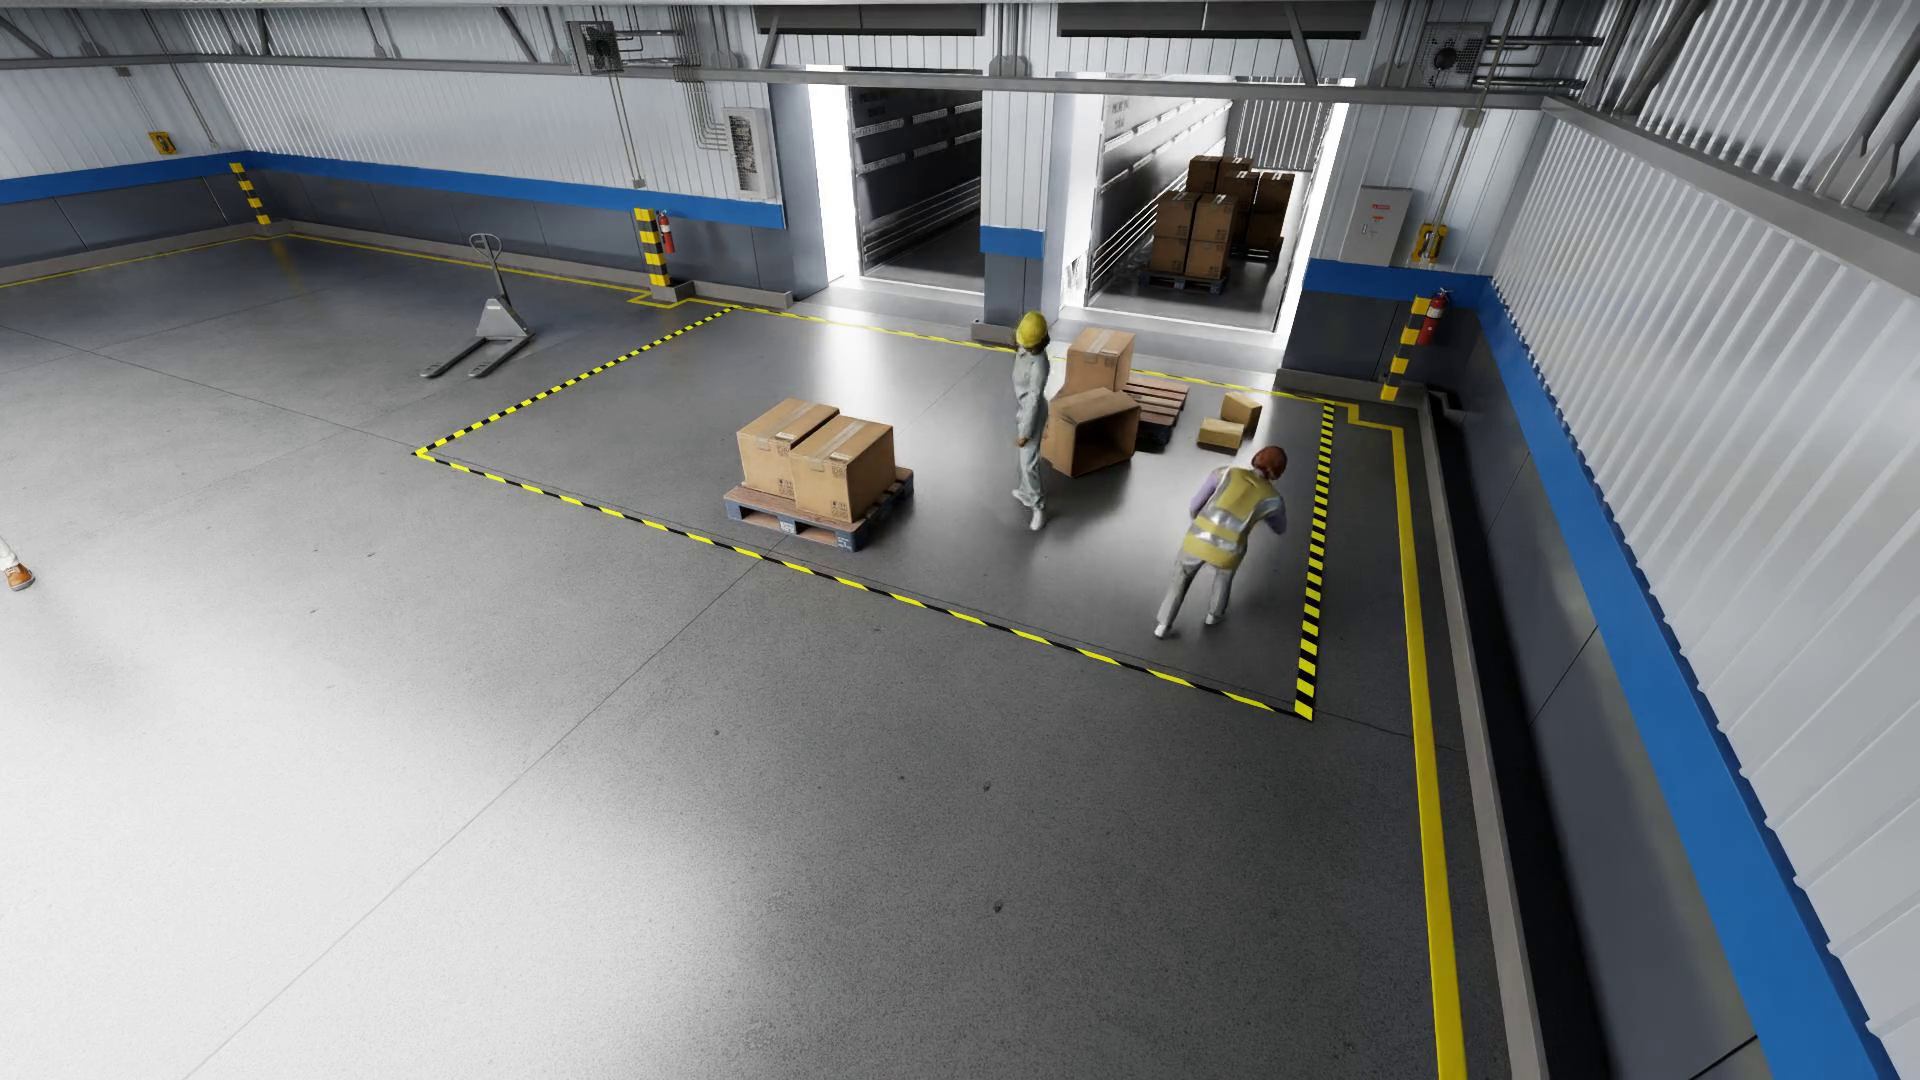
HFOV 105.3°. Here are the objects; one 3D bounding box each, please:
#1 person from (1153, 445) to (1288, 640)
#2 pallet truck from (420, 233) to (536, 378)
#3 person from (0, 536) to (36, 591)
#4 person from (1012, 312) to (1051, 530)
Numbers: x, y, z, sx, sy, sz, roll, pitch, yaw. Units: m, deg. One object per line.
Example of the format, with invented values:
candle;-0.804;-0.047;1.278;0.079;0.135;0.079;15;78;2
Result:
person;1.688;0.036;4.647;0.592;1.185;0.984;20;40;26
pallet truck;-5.664;-2.712;8.427;0.680;1.201;1.601;0;35;-1
person;-6.834;-0.444;4.633;0.604;1.948;0.383;-27;44;-33
person;0.521;-0.910;5.509;0.328;1.698;0.621;-1;35;-2
